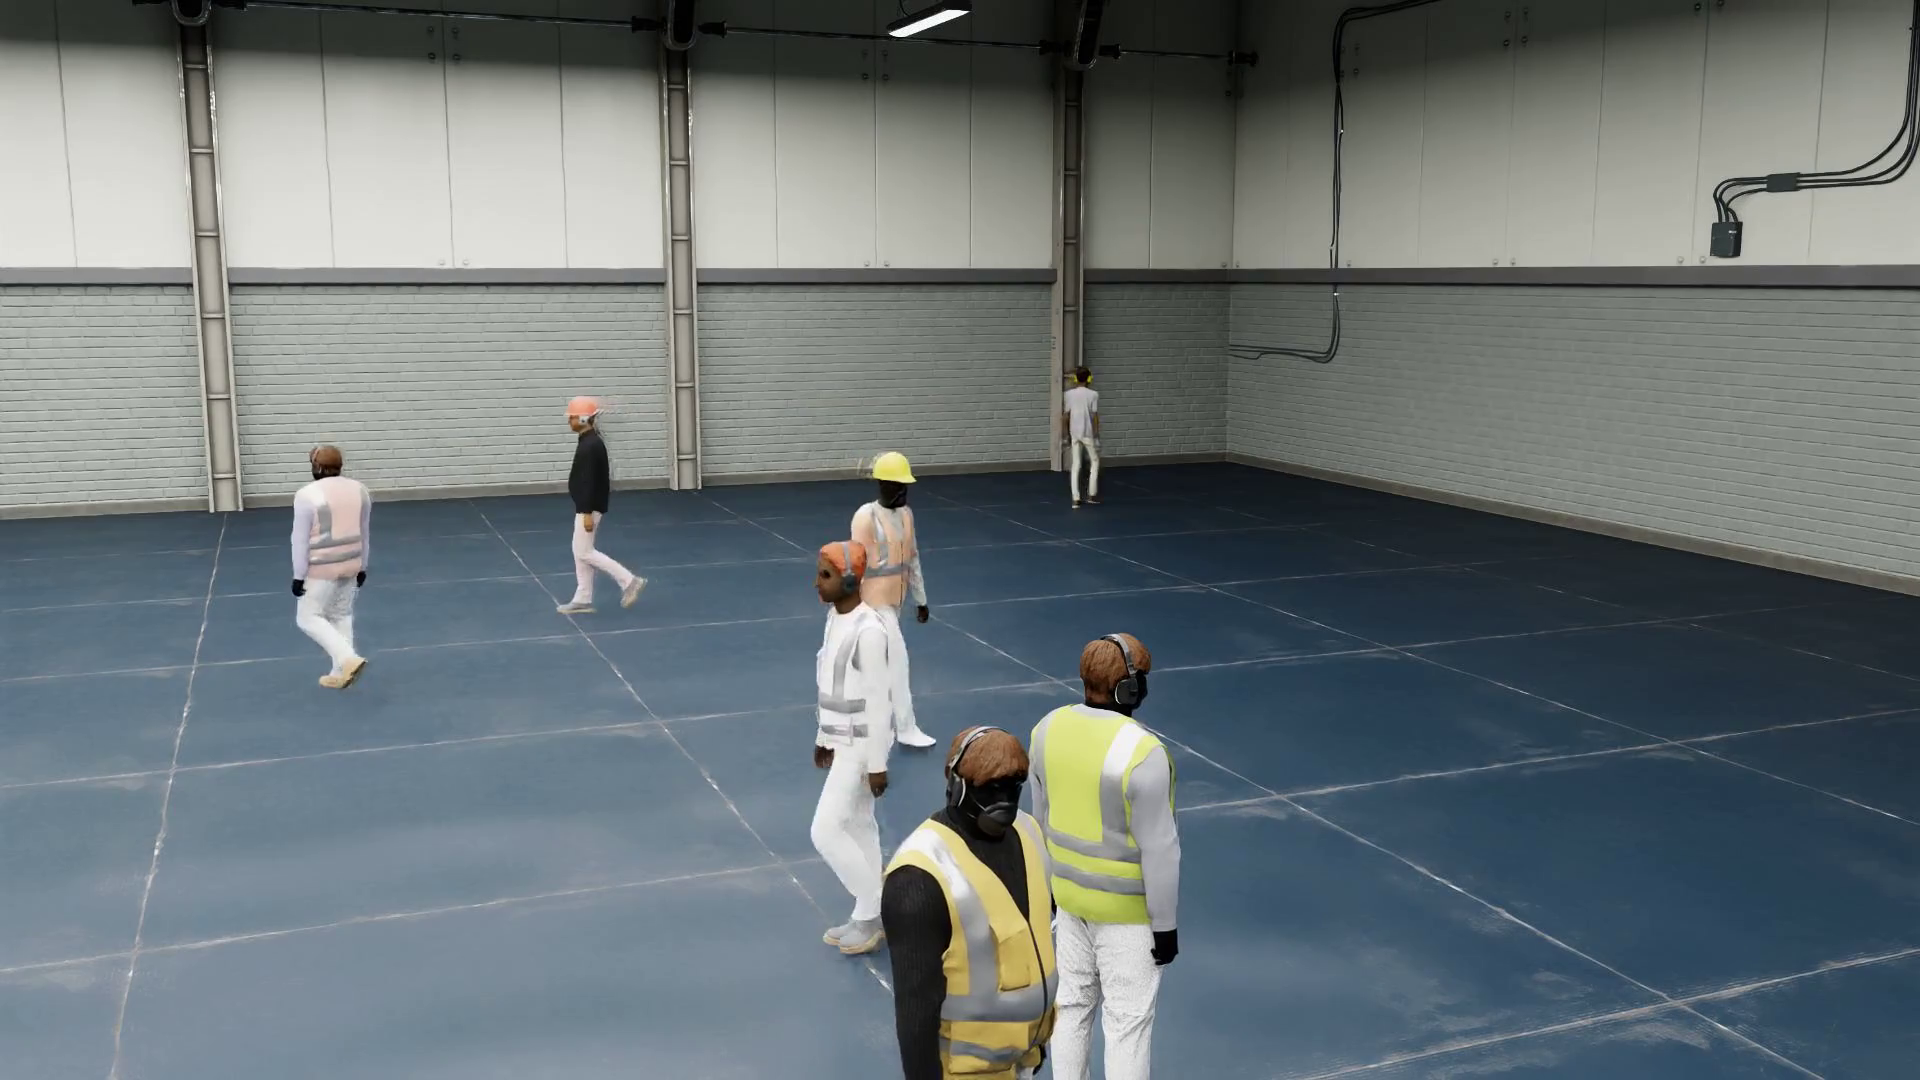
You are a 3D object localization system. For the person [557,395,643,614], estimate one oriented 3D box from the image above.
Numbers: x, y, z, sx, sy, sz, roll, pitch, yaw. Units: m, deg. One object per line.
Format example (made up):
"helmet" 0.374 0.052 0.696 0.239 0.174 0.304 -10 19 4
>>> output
"person" -3.253 -0.306 14.851 0.678 1.972 0.628 -2 9 -12

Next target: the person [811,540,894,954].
"person" -0.495 0.926 7.433 0.431 1.870 0.574 -2 9 -14

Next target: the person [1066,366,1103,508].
"person" 1.640 -1.361 21.869 0.555 1.844 0.700 5 10 28

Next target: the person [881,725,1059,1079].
"person" 0.054 1.402 4.551 0.430 1.841 0.624 6 11 33

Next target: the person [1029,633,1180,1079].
"person" 0.519 1.223 5.663 0.429 1.845 0.621 -7 12 -39

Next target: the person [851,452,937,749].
"person" -0.373 0.390 10.692 0.806 1.897 0.621 5 10 28

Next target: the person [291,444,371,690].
"person" -4.524 0.216 12.032 0.520 1.826 0.648 5 10 27
